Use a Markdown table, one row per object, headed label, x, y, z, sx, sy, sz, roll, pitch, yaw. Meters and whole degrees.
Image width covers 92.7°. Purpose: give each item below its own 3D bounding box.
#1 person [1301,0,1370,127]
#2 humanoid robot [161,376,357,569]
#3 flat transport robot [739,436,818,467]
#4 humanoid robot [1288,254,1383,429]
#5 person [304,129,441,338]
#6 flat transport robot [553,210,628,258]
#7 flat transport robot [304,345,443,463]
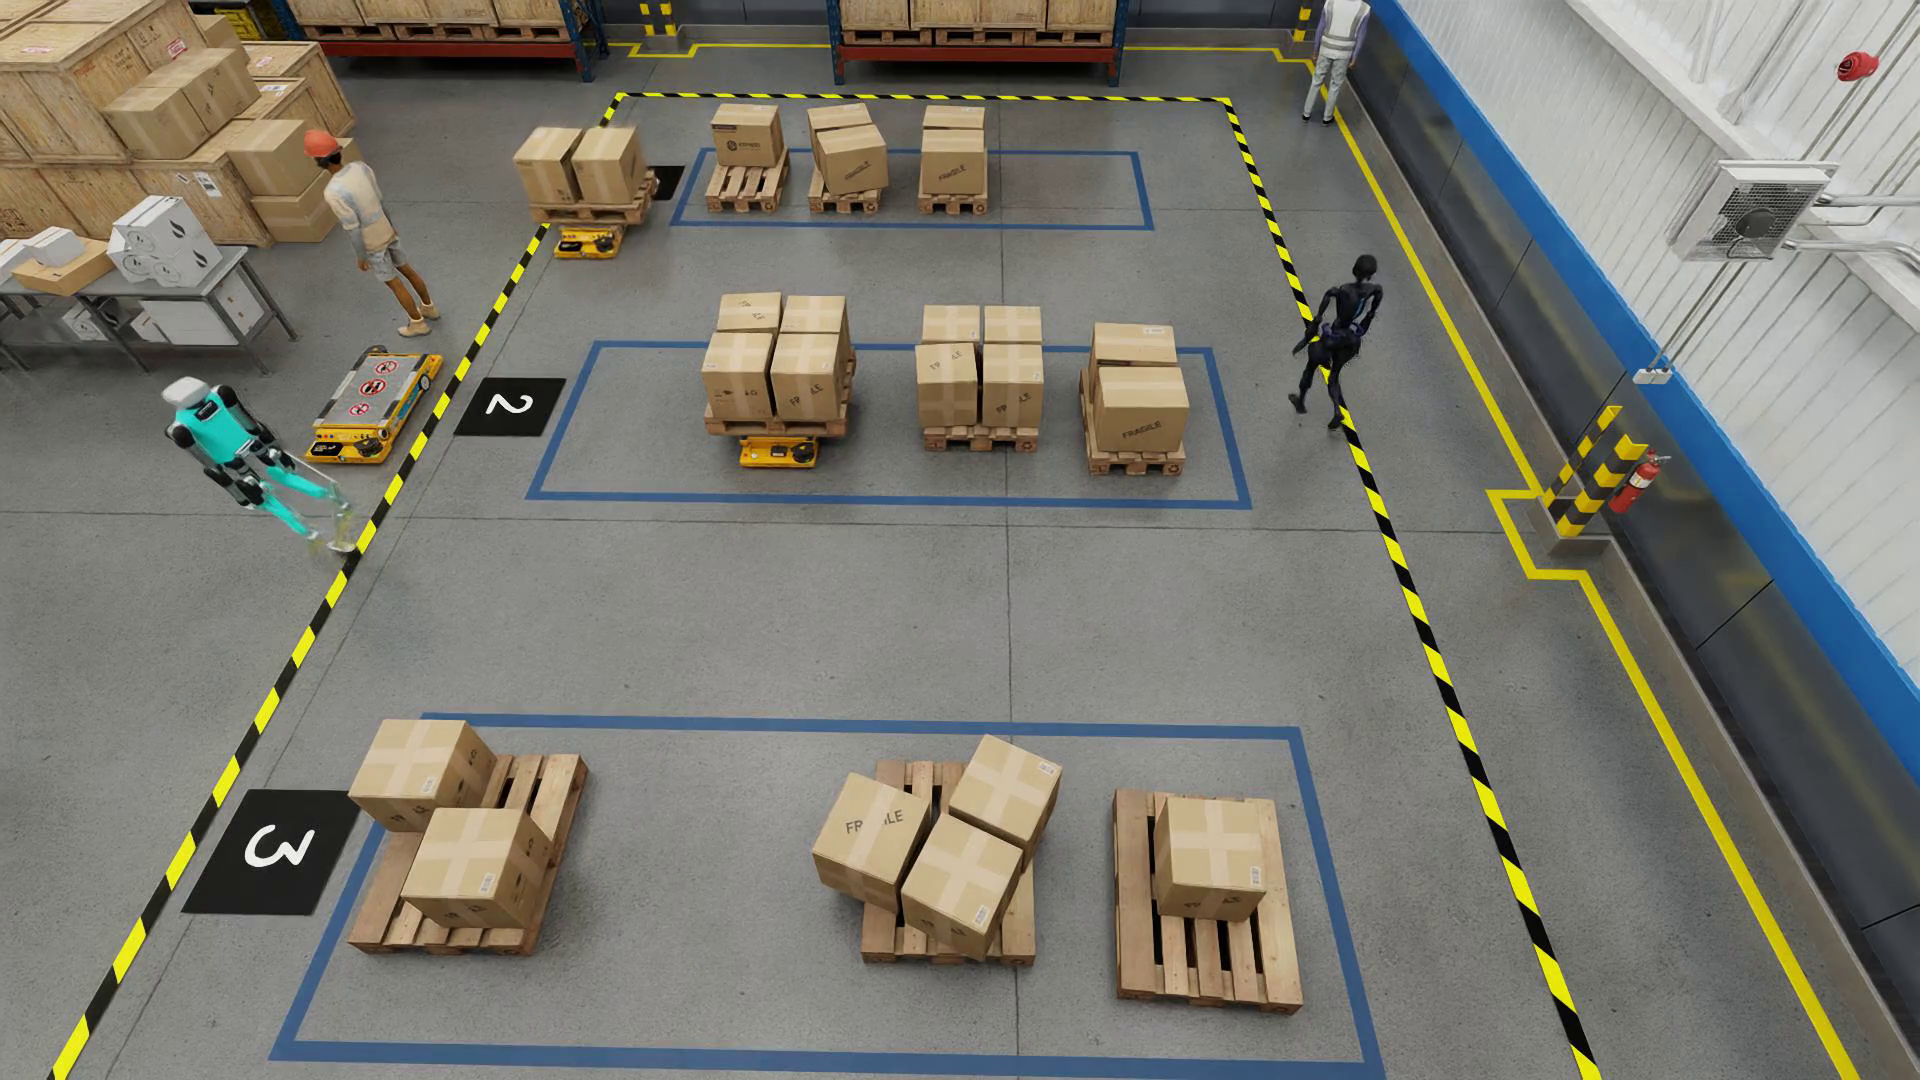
| label | x | y | z | sx | sy | sz | roll | pitch | yaw |
| --- | --- | --- | --- | --- | --- | --- | --- | --- | --- |
| person | 4.755 | -6.184 | 11.576 | 0.588 | 1.832 | 0.404 | 22 | 53 | 17 |
| humanoid robot | -4.974 | -0.401 | 6.787 | 0.751 | 1.839 | 0.535 | 10 | 50 | 8 |
| flat transport robot | -1.582 | -1.235 | 8.394 | 0.652 | 0.197 | 1.431 | 1 | 50 | 1 |
| humanoid robot | 3.234 | -1.672 | 7.869 | 0.589 | 1.643 | 0.583 | -7 | 50 | -6 |
| person | -5.511 | -2.831 | 8.601 | 0.374 | 2.045 | 0.604 | 4 | 50 | 4 |
| flat transport robot | -4.124 | -3.709 | 10.487 | 0.652 | 0.197 | 1.431 | 1 | 50 | 1 |
| flat transport robot | -5.383 | -1.269 | 8.441 | 0.659 | 0.231 | 1.431 | 1 | 50 | 1 |
